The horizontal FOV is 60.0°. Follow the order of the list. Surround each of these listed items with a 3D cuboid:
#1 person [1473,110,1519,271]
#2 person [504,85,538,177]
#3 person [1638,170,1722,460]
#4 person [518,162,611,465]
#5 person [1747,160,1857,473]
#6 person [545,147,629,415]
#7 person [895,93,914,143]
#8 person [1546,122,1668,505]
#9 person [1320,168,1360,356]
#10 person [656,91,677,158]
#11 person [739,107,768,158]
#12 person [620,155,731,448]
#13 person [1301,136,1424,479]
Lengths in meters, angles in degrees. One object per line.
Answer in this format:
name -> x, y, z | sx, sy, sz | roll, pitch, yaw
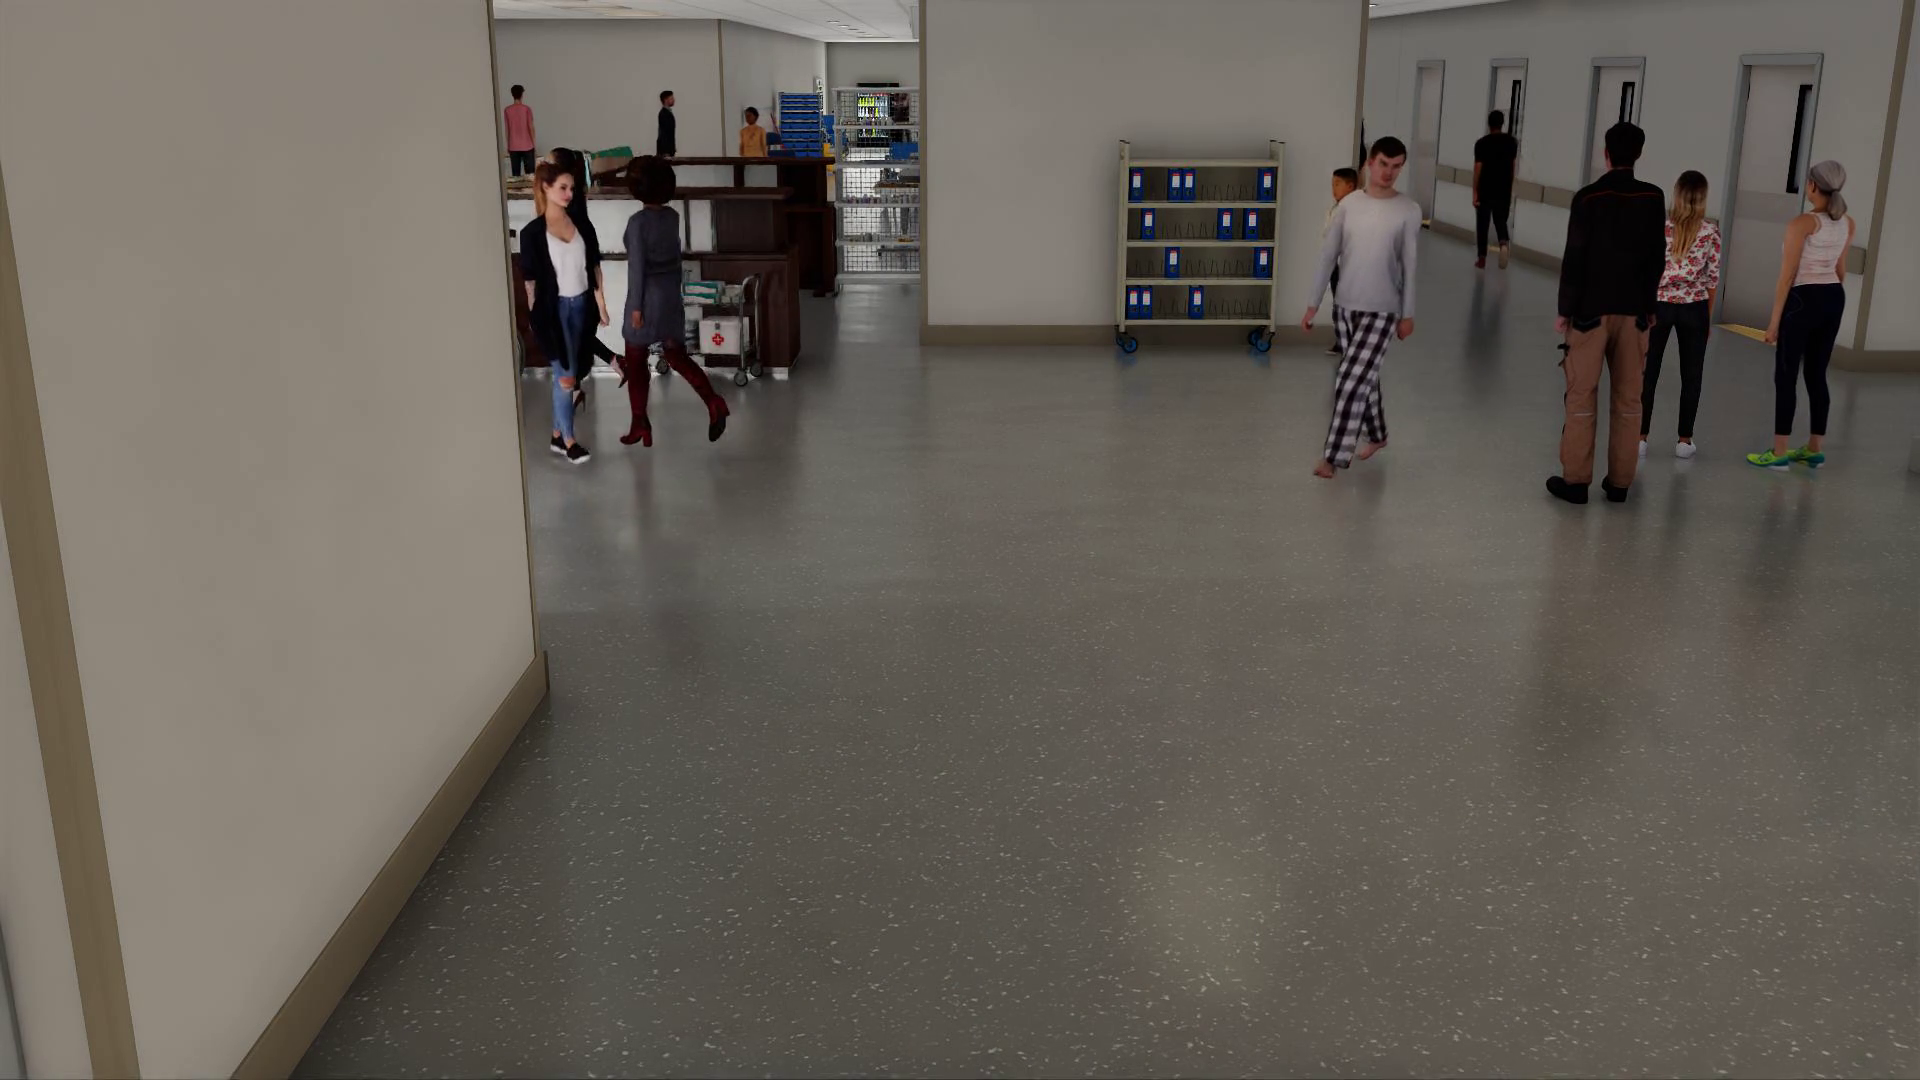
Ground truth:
person -> 5.918, -3.833, 18.351 | 0.945, 1.742, 0.725 | 0, 16, 2
person -> -7.030, -6.275, 26.617 | 0.471, 1.957, 0.686 | 0, 16, 1
person -> 4.102, -1.291, 9.538 | 0.563, 1.632, 0.693 | 6, 17, 19
person -> -2.294, -1.283, 9.450 | 0.918, 1.665, 0.961 | -13, 20, -38
person -> 4.726, -1.237, 9.225 | 0.580, 1.698, 0.728 | -6, 17, -19
person -> -2.423, -1.650, 10.686 | 0.827, 1.700, 0.677 | -3, 16, -12
person -> -1.490, -10.751, 42.937 | 0.479, 1.715, 0.802 | 4, 16, 15
person -> 3.304, -1.150, 8.499 | 0.519, 1.925, 0.745 | 0, 16, -2
person -> 3.061, -2.156, 12.963 | 0.752, 1.439, 0.712 | -12, 20, -37
person -> -4.852, -6.342, 27.054 | 1.029, 1.849, 0.763 | -3, 16, -10
person -> -3.074, -5.640, 24.927 | 0.742, 1.652, 0.726 | 3, 16, 12
person -> -1.679, -1.317, 9.530 | 1.140, 1.685, 0.983 | 11, 19, 34
person -> 2.234, -1.230, 9.039 | 1.215, 1.785, 1.212 | 13, 20, 38
